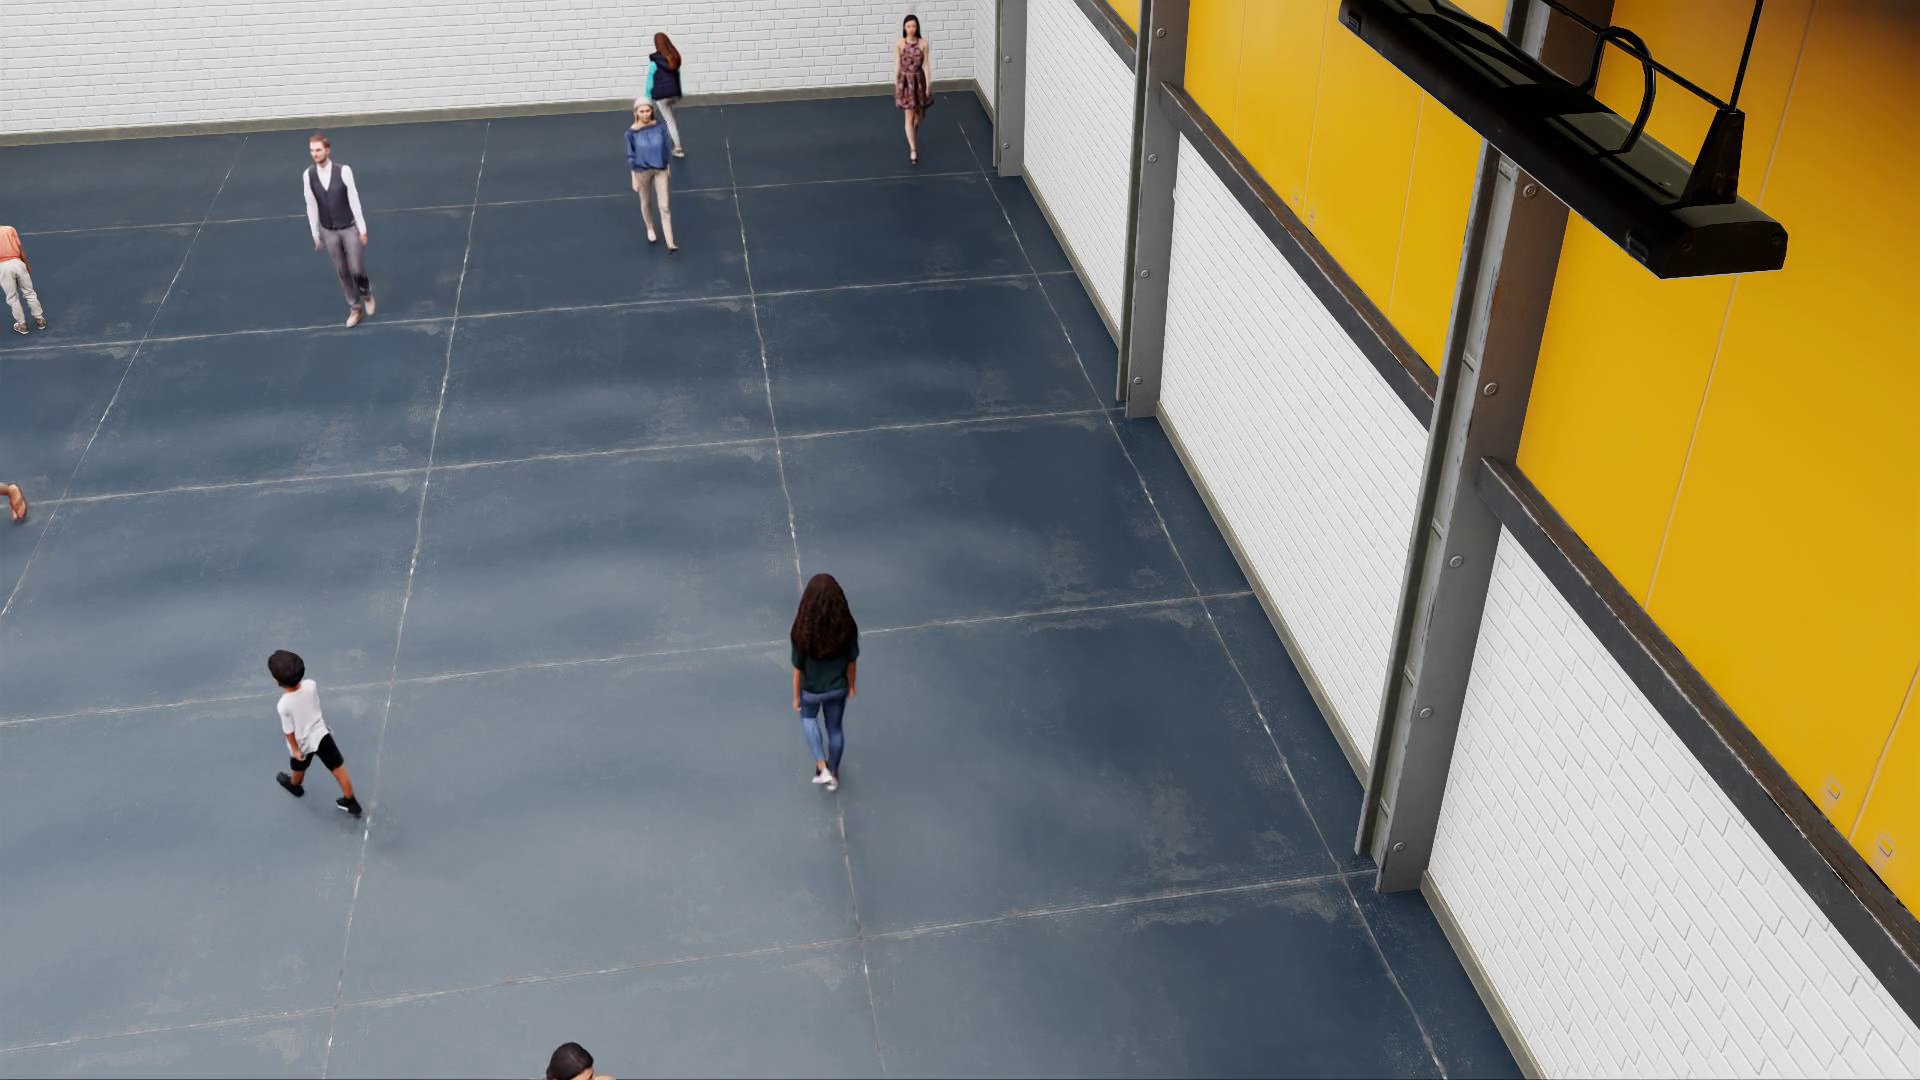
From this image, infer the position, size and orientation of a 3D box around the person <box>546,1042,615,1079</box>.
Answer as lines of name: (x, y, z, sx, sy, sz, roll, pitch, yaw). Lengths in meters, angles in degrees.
person: (-1.757, 2.871, 7.508, 0.980, 1.773, 1.156, -28, 43, -35)

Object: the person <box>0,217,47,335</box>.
person: (-9.279, -2.657, 16.246, 0.560, 1.309, 0.589, -26, 42, -33)

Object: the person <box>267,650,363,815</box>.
person: (-4.047, 1.243, 10.456, 0.898, 1.223, 0.871, 19, 38, 26)

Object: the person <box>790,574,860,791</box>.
person: (-0.845, 0.971, 10.518, 0.615, 1.607, 0.639, -8, 35, -12)

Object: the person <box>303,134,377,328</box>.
person: (-6.042, -3.071, 16.313, 0.734, 1.924, 0.744, 1, 34, 1)

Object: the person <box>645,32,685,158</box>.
person: (-3.520, -5.384, 20.194, 0.931, 1.479, 0.834, 27, 42, 34)

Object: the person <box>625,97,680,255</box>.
person: (-3.344, -3.938, 17.865, 0.774, 1.650, 1.152, -12, 36, -18)

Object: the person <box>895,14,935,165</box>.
person: (-0.576, -5.462, 20.057, 0.704, 1.760, 0.966, -1, 34, -1)
